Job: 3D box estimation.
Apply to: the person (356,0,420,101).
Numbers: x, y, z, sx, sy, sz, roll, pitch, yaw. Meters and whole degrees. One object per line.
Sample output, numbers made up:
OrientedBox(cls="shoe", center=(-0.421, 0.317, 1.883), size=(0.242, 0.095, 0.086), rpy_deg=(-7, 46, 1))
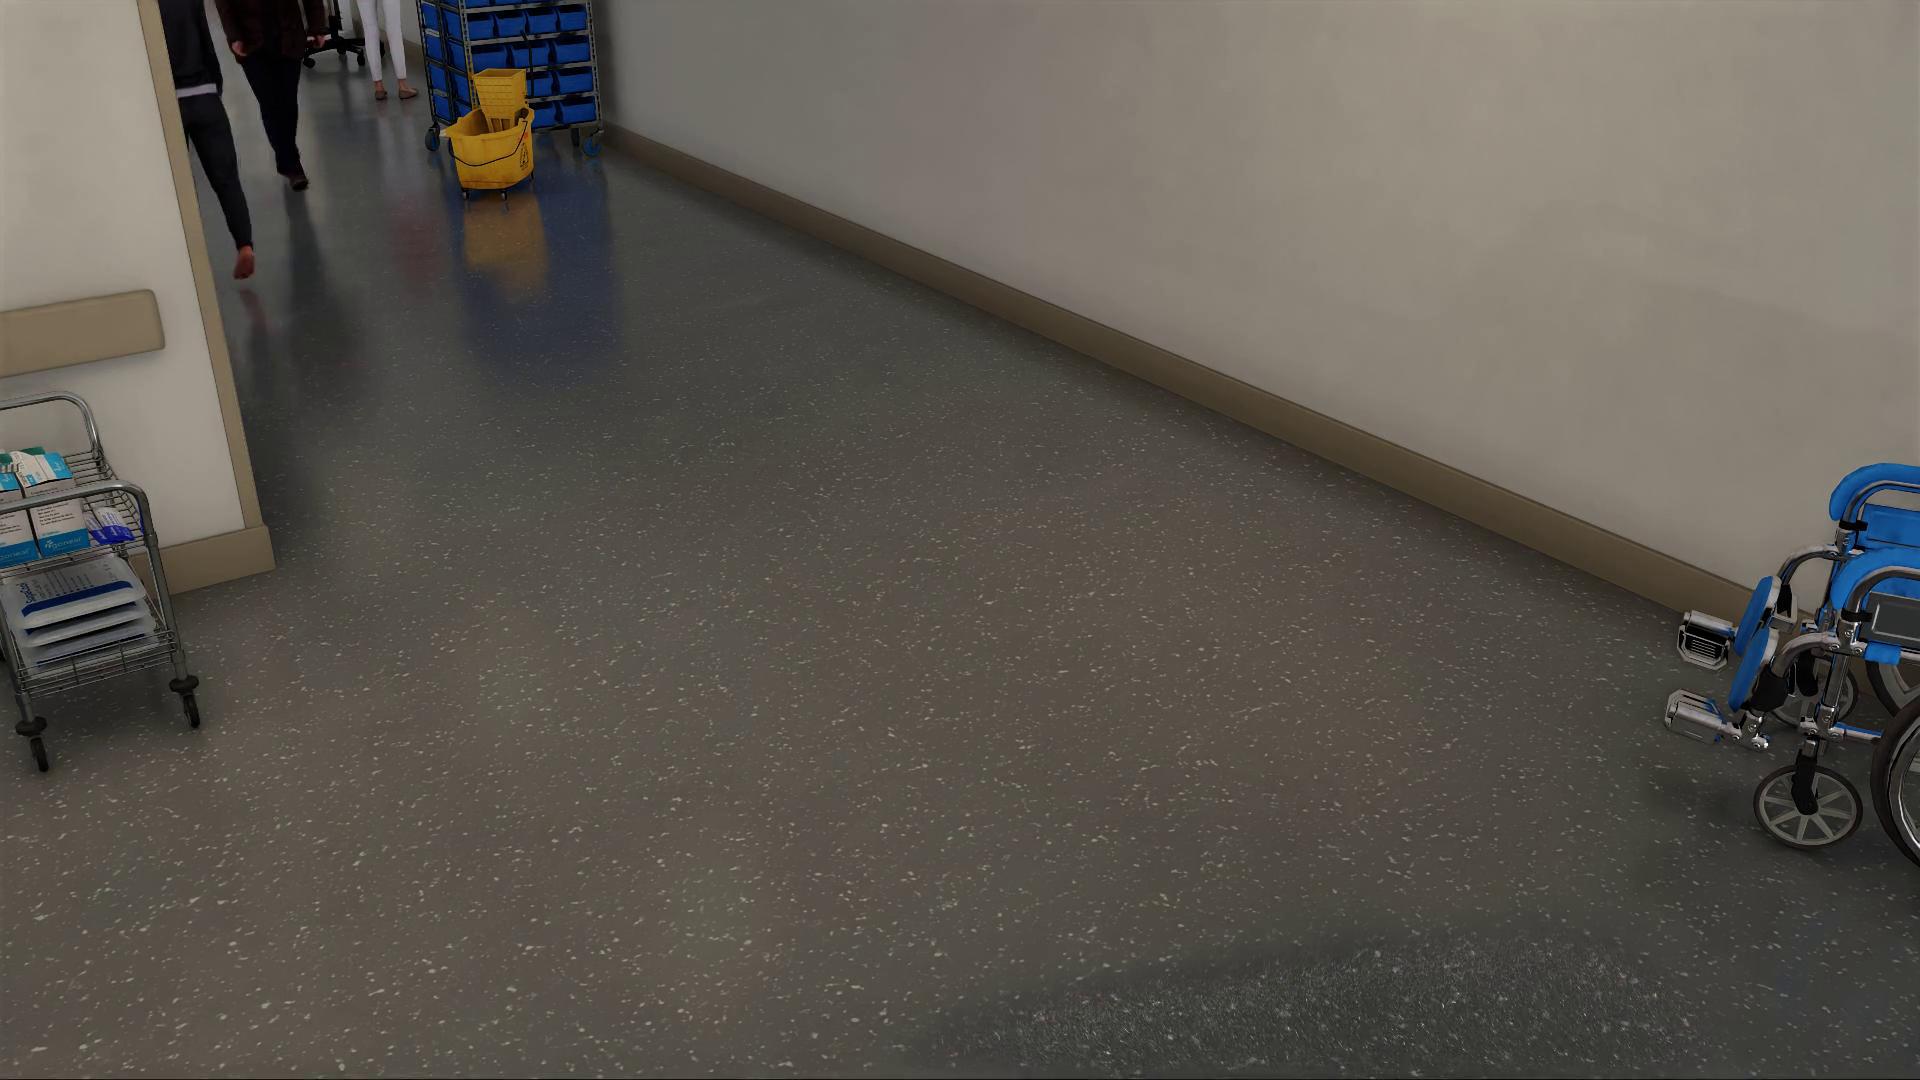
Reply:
OrientedBox(cls="person", center=(-4.375, -4.176, 12.448), size=(0.615, 1.694, 0.706), rpy_deg=(-2, 26, -5))

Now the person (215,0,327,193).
OrientedBox(cls="person", center=(-4.143, -3.002, 9.892), size=(0.989, 1.797, 0.828), rpy_deg=(-16, 30, -30))

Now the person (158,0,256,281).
OrientedBox(cls="person", center=(-3.790, -2.124, 8.185), size=(0.953, 1.698, 0.645), rpy_deg=(-17, 31, -31))
